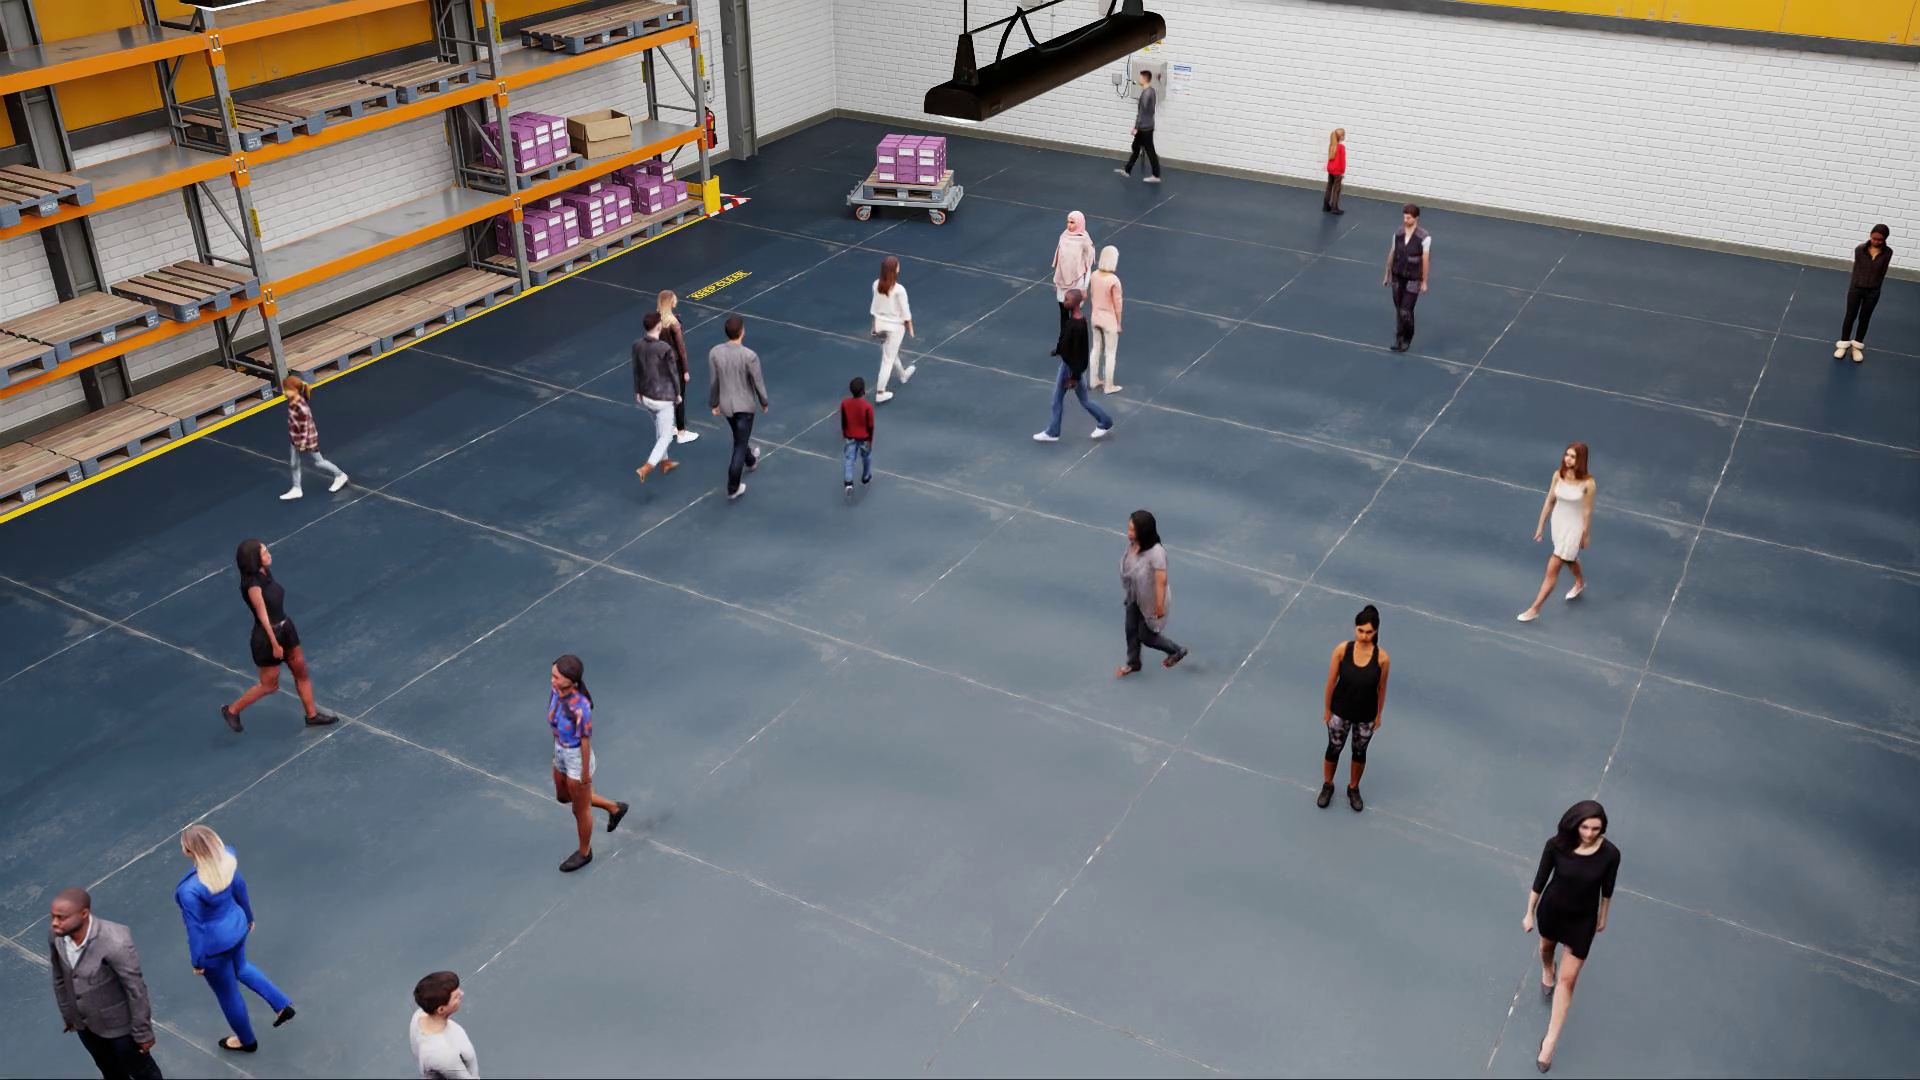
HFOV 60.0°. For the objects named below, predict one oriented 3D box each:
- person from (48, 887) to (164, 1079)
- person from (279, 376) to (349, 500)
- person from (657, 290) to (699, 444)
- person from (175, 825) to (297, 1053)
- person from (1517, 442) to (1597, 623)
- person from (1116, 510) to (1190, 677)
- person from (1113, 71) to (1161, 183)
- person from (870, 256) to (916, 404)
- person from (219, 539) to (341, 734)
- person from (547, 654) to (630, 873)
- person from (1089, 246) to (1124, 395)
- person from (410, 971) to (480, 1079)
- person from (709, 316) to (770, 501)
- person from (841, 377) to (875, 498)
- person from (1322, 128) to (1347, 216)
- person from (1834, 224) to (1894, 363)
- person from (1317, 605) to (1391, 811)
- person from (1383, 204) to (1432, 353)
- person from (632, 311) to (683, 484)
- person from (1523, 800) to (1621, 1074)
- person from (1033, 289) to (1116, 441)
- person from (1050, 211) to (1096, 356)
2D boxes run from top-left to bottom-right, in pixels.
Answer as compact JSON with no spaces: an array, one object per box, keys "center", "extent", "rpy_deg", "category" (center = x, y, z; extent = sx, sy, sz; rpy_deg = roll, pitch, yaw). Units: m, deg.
[{"center":[-4.794,2.674,9.388],"extent":[0.766,1.818,0.666],"rpy_deg":[9,30,15],"category":"person"},{"center":[-6.540,-1.042,16.752],"extent":[0.959,1.289,0.681],"rpy_deg":[-25,37,-38],"category":"person"},{"center":[-3.100,-1.866,17.829],"extent":[0.640,1.704,0.566],"rpy_deg":[23,36,35],"category":"person"},{"center":[-4.343,2.418,9.988],"extent":[0.818,1.691,0.771],"rpy_deg":[4,29,7],"category":"person"},{"center":[5.395,-0.103,14.643],"extent":[1.241,1.660,0.918],"rpy_deg":[-18,34,-30],"category":"person"},{"center":[1.608,0.441,13.732],"extent":[0.990,1.578,0.905],"rpy_deg":[-10,30,-18],"category":"person"},{"center":[3.028,-6.516,26.327],"extent":[0.888,1.729,1.030],"rpy_deg":[5,29,10],"category":"person"},{"center":[-0.832,-2.348,18.773],"extent":[0.707,1.645,1.078],"rpy_deg":[20,34,32],"category":"person"},{"center":[-5.426,0.800,12.926],"extent":[1.048,1.719,1.085],"rpy_deg":[-3,29,-6],"category":"person"},{"center":[-2.610,1.513,11.605],"extent":[0.927,1.732,0.769],"rpy_deg":[-22,35,-34],"category":"person"},{"center":[1.656,-2.521,19.008],"extent":[0.608,1.725,0.655],"rpy_deg":[-25,37,-38],"category":"person"},{"center":[-2.719,3.036,8.709],"extent":[1.024,1.831,0.916],"rpy_deg":[-12,31,-21],"category":"person"},{"center":[-2.249,-1.284,16.644],"extent":[0.858,1.817,1.240],"rpy_deg":[10,30,17],"category":"person"},{"center":[-1.052,-1.034,16.788],"extent":[0.690,1.240,0.895],"rpy_deg":[4,29,7],"category":"person"},{"center":[5.655,-5.561,25.044],"extent":[0.607,1.281,0.575],"rpy_deg":[-16,32,-26],"category":"person"},{"center":[10.861,-3.005,19.964],"extent":[0.640,1.659,0.585],"rpy_deg":[15,32,26],"category":"person"},{"center":[2.889,1.230,12.200],"extent":[0.639,1.660,0.618],"rpy_deg":[5,29,9],"category":"person"},{"center":[5.467,-3.185,20.114],"extent":[0.752,1.832,0.738],"rpy_deg":[25,38,38],"category":"person"},{"center":[-3.102,-1.395,16.859],"extent":[0.726,1.807,1.053],"rpy_deg":[10,30,17],"category":"person"},{"center":[3.708,2.283,10.170],"extent":[0.702,1.755,1.157],"rpy_deg":[12,31,20],"category":"person"},{"center":[1.301,-1.836,17.762],"extent":[1.133,1.715,1.120],"rpy_deg":[-5,29,-10],"category":"person"},{"center":[1.343,-3.060,19.914],"extent":[0.657,1.804,0.631],"rpy_deg":[21,35,33],"category":"person"}]
